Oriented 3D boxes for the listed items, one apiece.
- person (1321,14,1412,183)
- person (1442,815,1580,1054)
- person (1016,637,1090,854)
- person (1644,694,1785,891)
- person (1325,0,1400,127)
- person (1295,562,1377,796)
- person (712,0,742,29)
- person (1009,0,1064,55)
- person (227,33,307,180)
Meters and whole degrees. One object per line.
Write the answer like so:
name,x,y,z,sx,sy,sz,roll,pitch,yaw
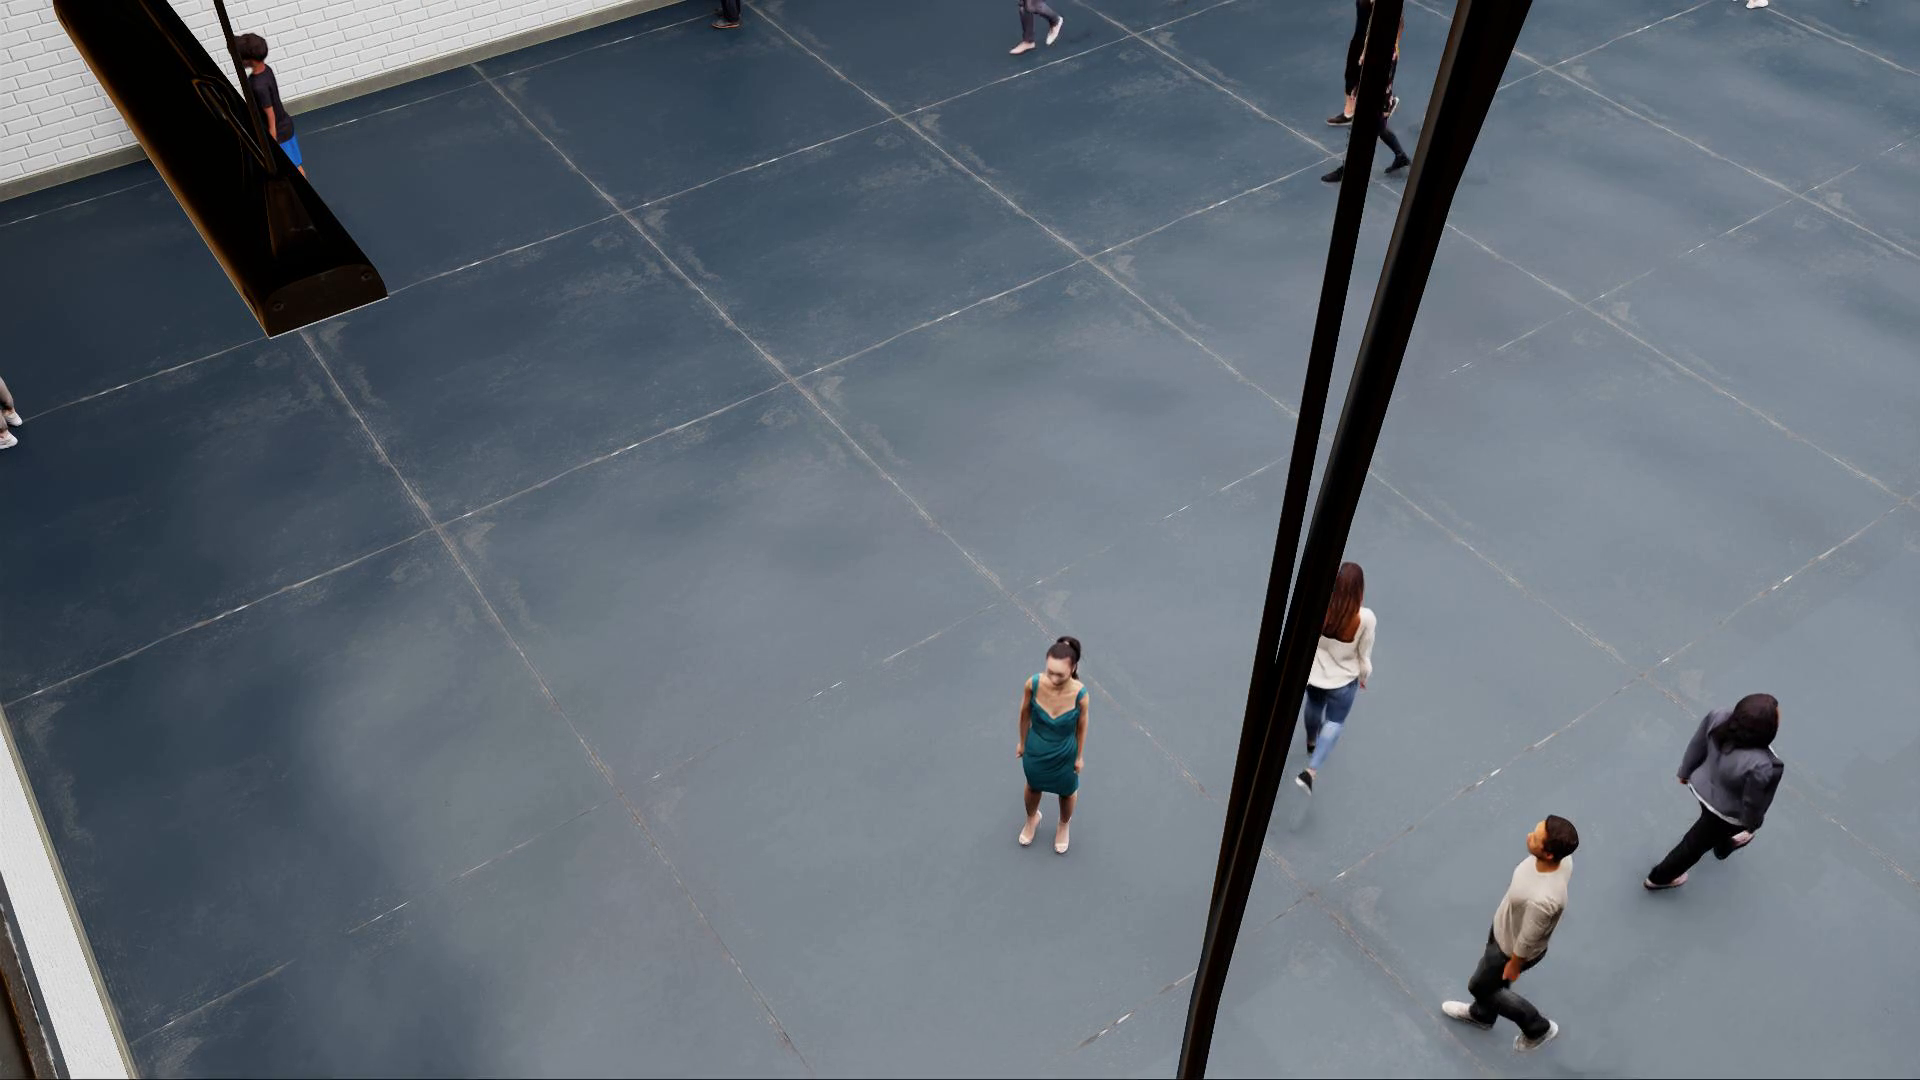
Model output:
person,3.811,-3.966,14.932,1.098,1.656,0.979,3,44,3
person,2.955,2.047,8.514,0.924,1.802,0.891,16,46,16
person,0.531,1.190,9.494,0.613,1.691,0.655,11,45,11
person,4.203,1.451,9.316,1.082,1.559,0.903,-8,44,-9
person,3.877,-4.632,15.591,0.975,1.712,0.842,-2,44,-2
person,2.186,0.838,9.877,0.892,1.673,1.057,19,47,19
person,-2.480,-6.205,17.164,0.770,1.819,0.740,2,44,2
person,0.791,-5.774,16.719,0.798,1.810,0.669,-26,49,-24
person,-5.912,-3.555,14.401,0.668,1.793,0.668,-10,45,-11
